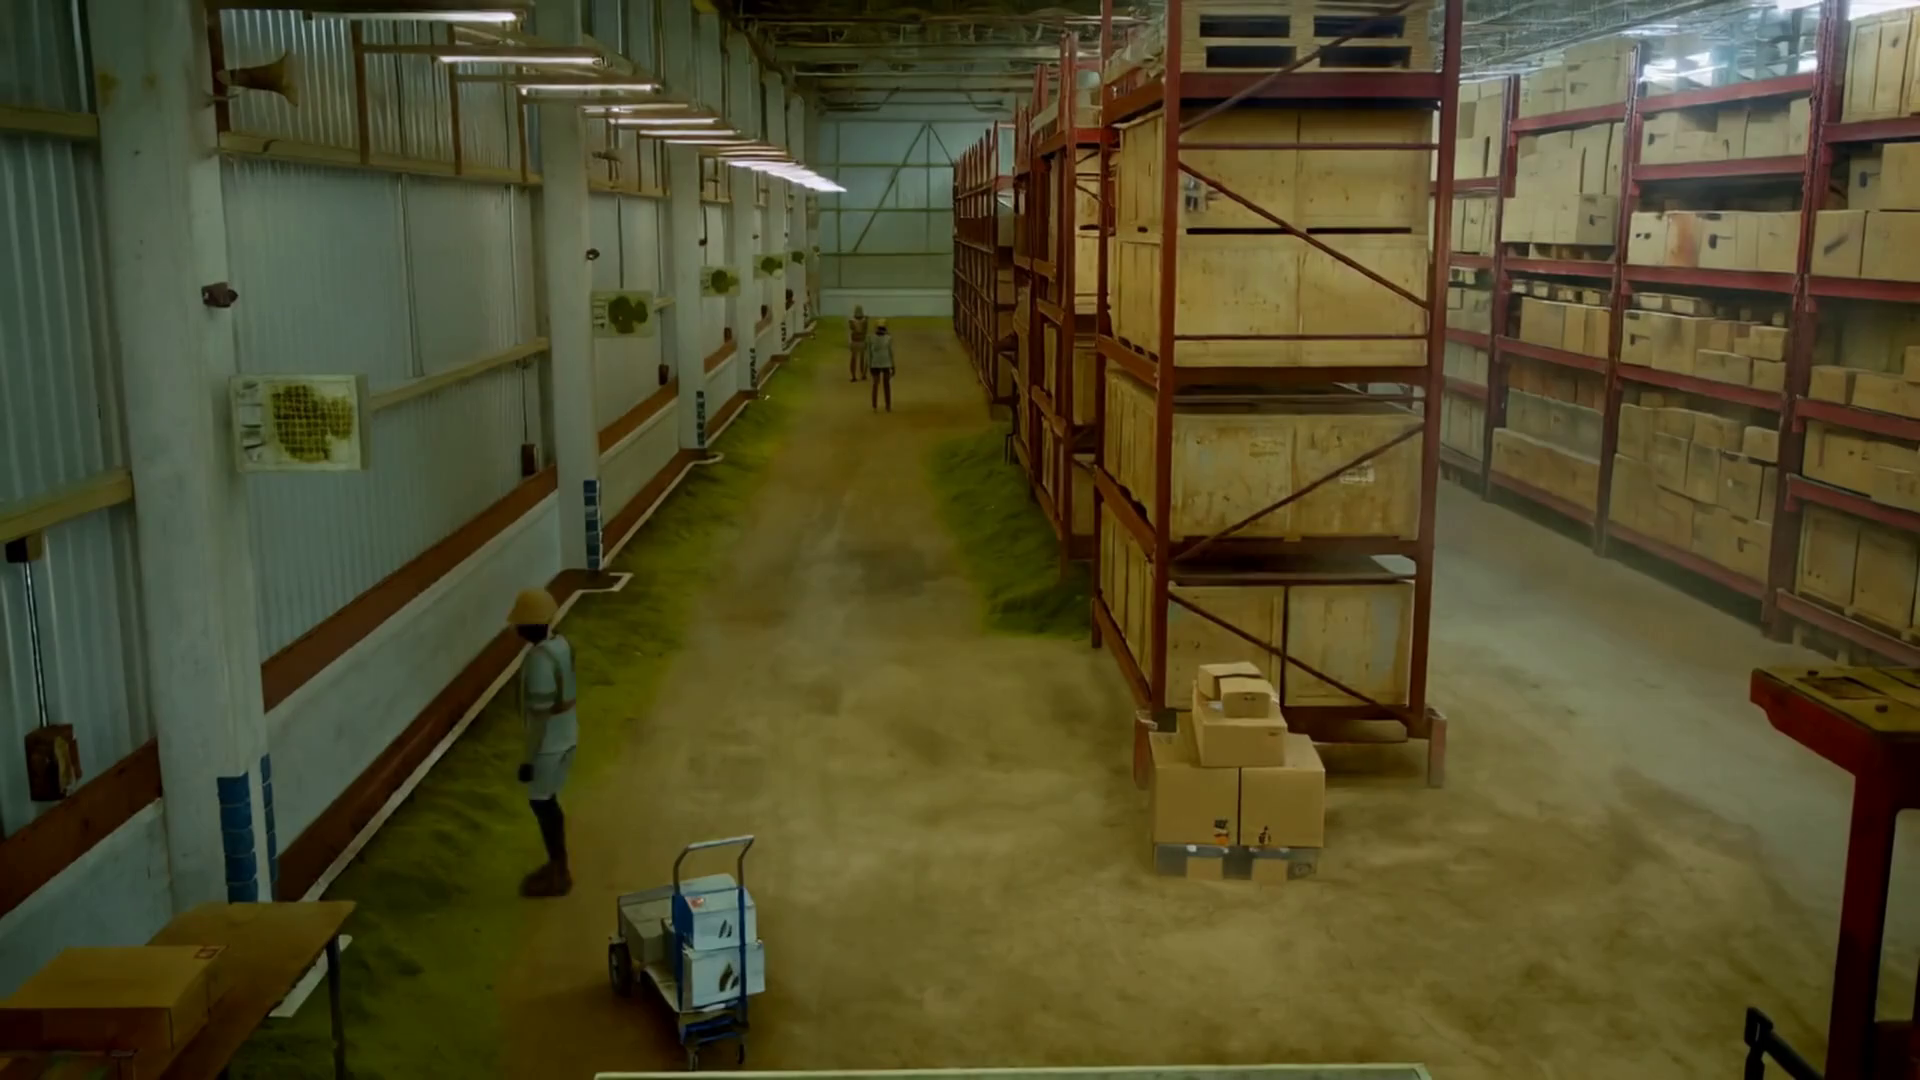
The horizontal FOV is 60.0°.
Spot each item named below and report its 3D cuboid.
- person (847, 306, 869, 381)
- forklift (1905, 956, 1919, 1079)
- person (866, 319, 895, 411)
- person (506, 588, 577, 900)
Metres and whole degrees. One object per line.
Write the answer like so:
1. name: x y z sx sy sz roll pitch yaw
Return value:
1. person: -2.611 -5.034 42.583 0.589 1.910 0.392 -6 12 -28
2. forklift: 3.157 1.764 4.674 1.129 2.768 1.873 0 11 -2
3. person: -1.699 -3.750 35.700 0.617 1.986 0.408 -3 11 -14
4. person: -2.504 1.218 10.048 0.362 1.917 0.597 -1 11 -3
